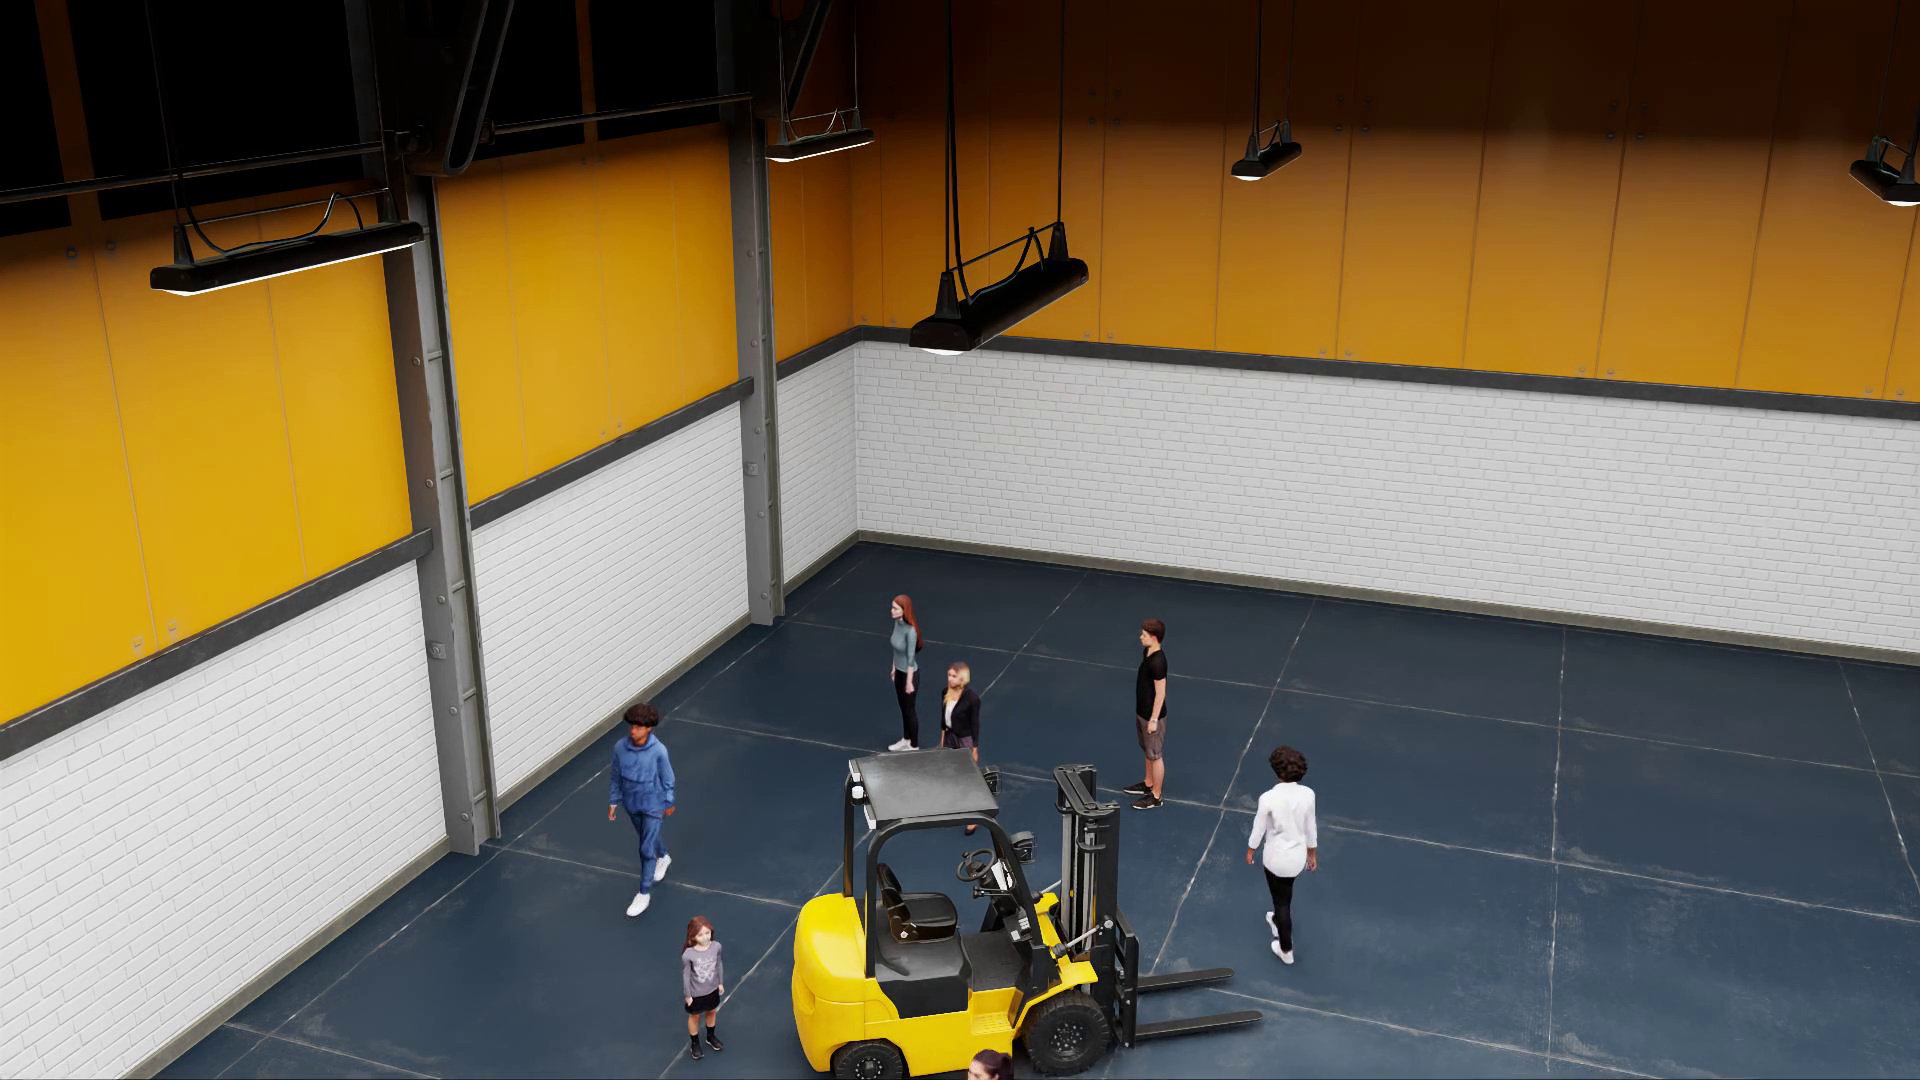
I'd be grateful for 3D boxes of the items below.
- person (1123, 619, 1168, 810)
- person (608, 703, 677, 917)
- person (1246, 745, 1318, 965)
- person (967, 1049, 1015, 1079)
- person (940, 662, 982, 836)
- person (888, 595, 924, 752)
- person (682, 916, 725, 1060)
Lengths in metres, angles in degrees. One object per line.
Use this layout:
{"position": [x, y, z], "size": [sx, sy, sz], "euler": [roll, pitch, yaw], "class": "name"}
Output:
{"position": [1.810, 1.617, 15.695], "size": [0.830, 1.861, 0.686], "euler": [-2, 19, -7], "class": "person"}
{"position": [-2.640, 2.188, 14.128], "size": [0.673, 1.779, 1.111], "euler": [7, 20, 19], "class": "person"}
{"position": [2.603, 2.521, 13.133], "size": [0.931, 1.785, 1.025], "euler": [-4, 19, -13], "class": "person"}
{"position": [0.238, 3.707, 9.891], "size": [1.005, 1.606, 0.889], "euler": [-14, 23, -36], "class": "person"}
{"position": [0.019, 1.886, 15.199], "size": [0.653, 1.668, 0.628], "euler": [14, 23, 37], "class": "person"}
{"position": [-0.537, 1.362, 16.642], "size": [0.728, 1.740, 0.653], "euler": [-7, 20, -19], "class": "person"}
{"position": [-1.874, 3.225, 12.106], "size": [0.518, 1.105, 0.599], "euler": [-12, 22, -32], "class": "person"}
